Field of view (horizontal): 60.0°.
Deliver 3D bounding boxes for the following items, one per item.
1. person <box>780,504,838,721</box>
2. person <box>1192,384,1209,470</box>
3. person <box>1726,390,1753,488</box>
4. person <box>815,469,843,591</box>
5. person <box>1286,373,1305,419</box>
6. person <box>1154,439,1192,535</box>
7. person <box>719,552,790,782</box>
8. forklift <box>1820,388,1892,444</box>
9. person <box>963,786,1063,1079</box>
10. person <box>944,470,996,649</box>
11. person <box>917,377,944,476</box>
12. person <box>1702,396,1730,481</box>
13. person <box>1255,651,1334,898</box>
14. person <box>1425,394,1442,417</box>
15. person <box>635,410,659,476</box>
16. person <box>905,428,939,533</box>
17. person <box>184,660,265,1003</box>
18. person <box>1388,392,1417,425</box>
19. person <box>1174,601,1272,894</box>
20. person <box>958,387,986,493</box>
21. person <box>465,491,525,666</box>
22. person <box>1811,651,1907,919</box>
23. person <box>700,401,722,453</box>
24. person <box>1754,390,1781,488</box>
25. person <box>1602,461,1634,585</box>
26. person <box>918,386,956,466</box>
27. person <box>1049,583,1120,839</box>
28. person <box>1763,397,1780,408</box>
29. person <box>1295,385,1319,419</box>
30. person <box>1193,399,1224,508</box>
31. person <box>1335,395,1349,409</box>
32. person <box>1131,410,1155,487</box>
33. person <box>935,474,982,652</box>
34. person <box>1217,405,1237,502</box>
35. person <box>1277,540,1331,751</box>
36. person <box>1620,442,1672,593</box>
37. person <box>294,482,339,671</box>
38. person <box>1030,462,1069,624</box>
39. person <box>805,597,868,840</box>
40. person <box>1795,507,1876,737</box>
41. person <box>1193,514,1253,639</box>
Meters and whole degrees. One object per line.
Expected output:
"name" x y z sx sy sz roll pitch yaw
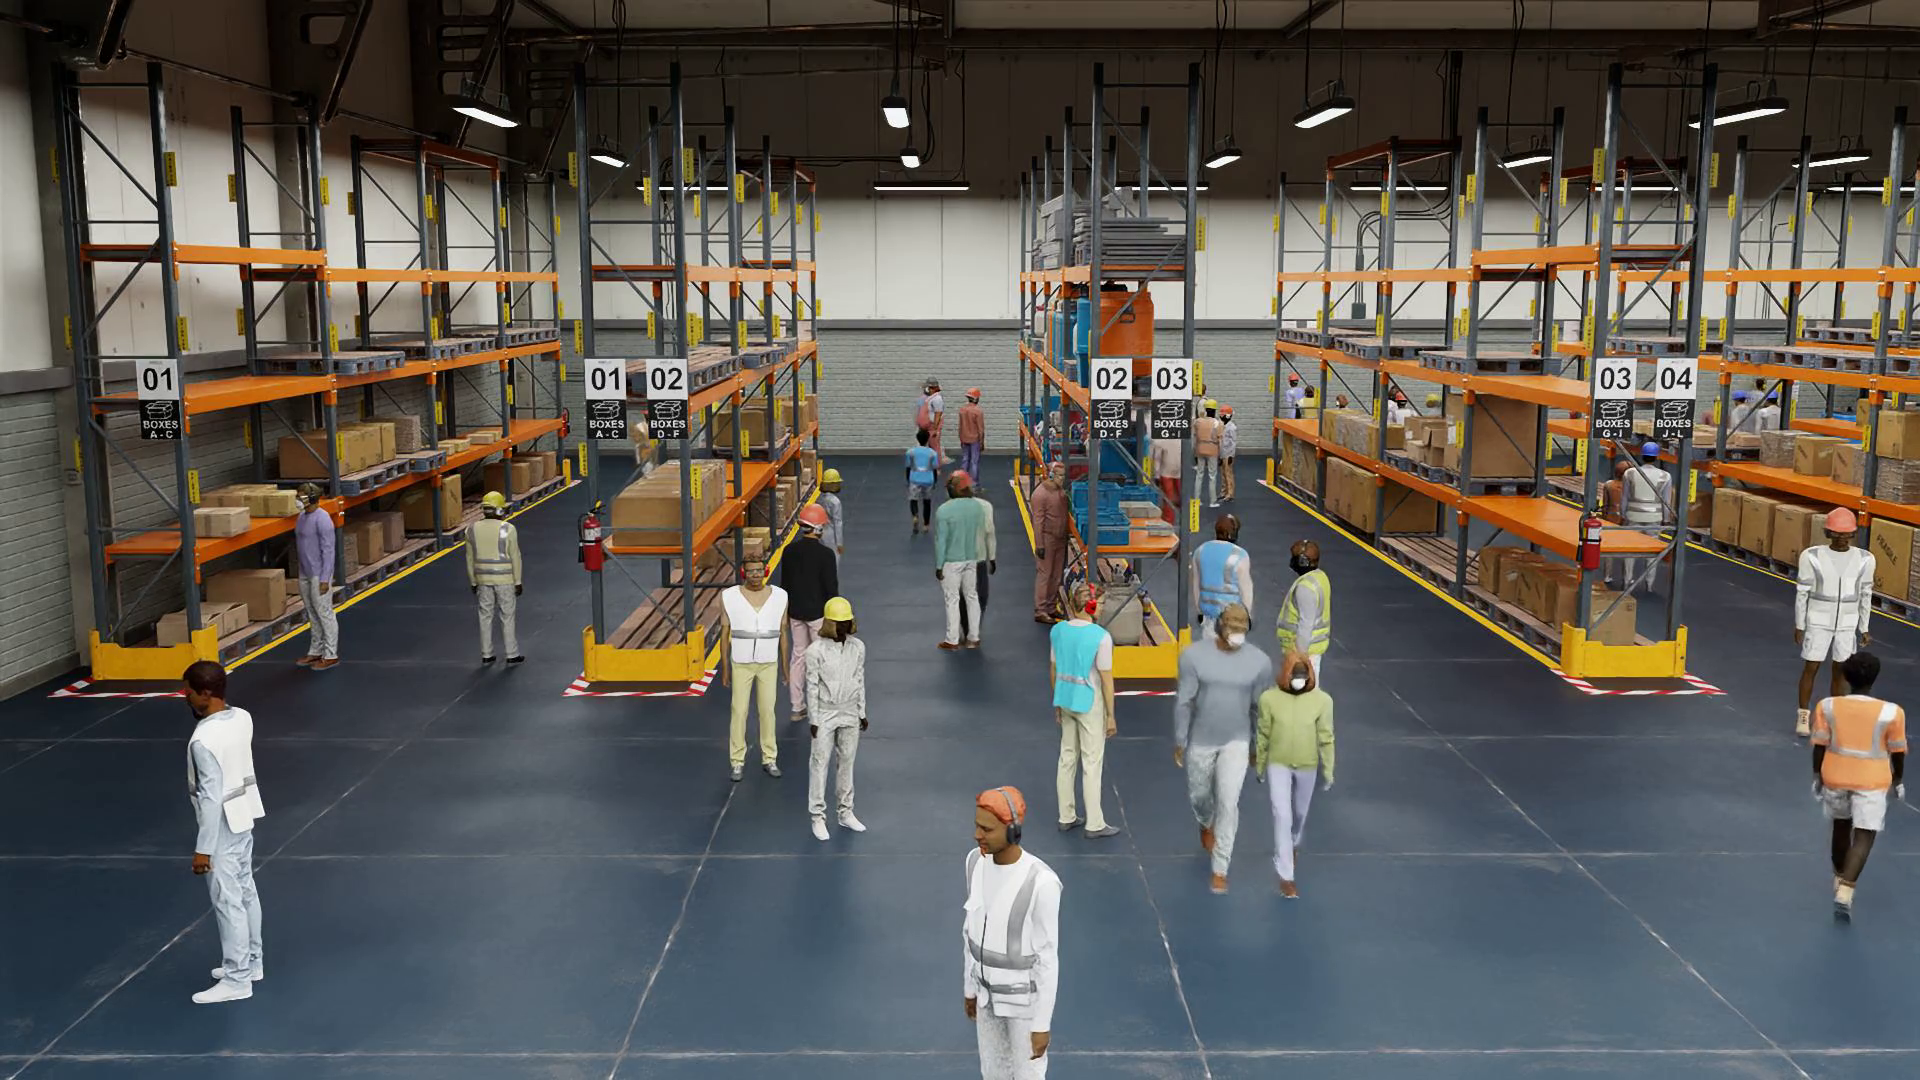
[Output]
"person" -1.335 0.663 15.024 0.612 1.994 0.395 6 11 34
"person" 5.118 -2.392 35.189 0.348 1.839 0.503 3 9 19
"person" 14.835 -1.904 31.752 0.613 1.922 0.471 -5 10 -30
"person" -1.551 0.014 20.005 0.306 1.745 0.483 -6 11 -35
"person" 7.506 -2.787 37.443 0.547 1.924 0.391 -6 11 -35
"person" 3.312 -1.015 25.885 0.635 1.970 0.474 -3 9 -16
"person" -1.646 0.998 13.341 0.564 1.848 0.388 -3 9 -17
"forklift" 20.072 -3.110 36.462 1.873 2.768 1.129 0 9 0
"person" 0.206 1.956 7.089 0.347 1.879 0.578 -7 11 -38
"person" 0.090 0.202 18.089 0.617 1.963 0.494 -1 9 -8
"person" -0.609 -2.334 34.158 0.538 2.000 0.683 -2 9 -14
"person" 15.153 -2.050 33.424 0.541 1.709 0.866 7 11 38
"person" 2.203 1.486 11.020 0.505 1.595 0.776 1 9 4
"person" 9.538 -2.087 33.578 0.552 1.713 0.508 7 11 37
"person" -5.349 -1.433 28.751 0.556 1.917 0.601 -5 10 -27
"person" -0.596 -0.916 26.169 0.538 1.680 0.641 0 9 -2
"person" -4.087 1.602 9.240 0.392 1.917 0.592 -1 9 -5
"person" 8.274 -1.822 31.237 0.543 1.929 0.387 1 9 4
"person" 1.744 1.320 11.093 0.639 1.909 0.843 1 9 8
"person" 0.242 -1.881 31.389 0.397 1.992 0.622 -8 12 -43
"person" -4.802 0.406 17.230 0.587 1.823 0.403 1 9 9
"person" 5.650 1.527 10.517 0.531 1.665 0.813 9 12 44
"person" -4.446 -1.635 30.361 0.614 1.818 0.459 0 9 -1
"person" 15.292 -1.851 31.377 0.601 1.940 0.395 1 9 7
"person" 8.690 -0.223 21.862 0.511 1.641 0.308 8 12 43
"person" -0.543 -2.454 35.684 0.904 1.801 0.662 3 9 17
"person" 0.874 1.223 11.925 0.388 1.838 0.563 -8 12 -43
"person" 16.330 -2.091 33.585 0.324 1.732 0.494 0 9 -2
"person" 7.268 -2.301 34.589 0.628 1.843 0.429 1 9 4
"person" 4.392 -1.528 29.394 0.584 1.916 0.401 6 10 32
"person" 7.952 -2.222 34.740 0.267 1.632 0.509 -5 10 -27
"person" 3.428 -1.756 30.942 0.649 1.892 0.435 -7 11 -39
"person" -0.011 0.241 17.957 0.630 1.932 0.364 -7 11 -38
"person" 4.811 -1.568 30.149 0.330 1.750 0.573 -2 9 -13
"person" 2.865 0.913 13.911 0.429 1.842 0.636 4 10 22
"person" 8.780 -0.285 21.321 0.613 1.942 0.406 4 10 25
"person" -6.644 0.366 17.120 0.632 1.939 0.368 8 12 43
"person" 1.086 0.025 19.473 0.401 1.894 0.654 6 11 34
"person" -0.877 1.266 11.952 0.483 1.745 0.301 -6 11 -35
"person" 7.604 0.725 14.474 0.610 2.043 0.397 2 9 14
"person" 2.459 0.677 15.436 0.429 1.840 0.633 -8 12 -41
